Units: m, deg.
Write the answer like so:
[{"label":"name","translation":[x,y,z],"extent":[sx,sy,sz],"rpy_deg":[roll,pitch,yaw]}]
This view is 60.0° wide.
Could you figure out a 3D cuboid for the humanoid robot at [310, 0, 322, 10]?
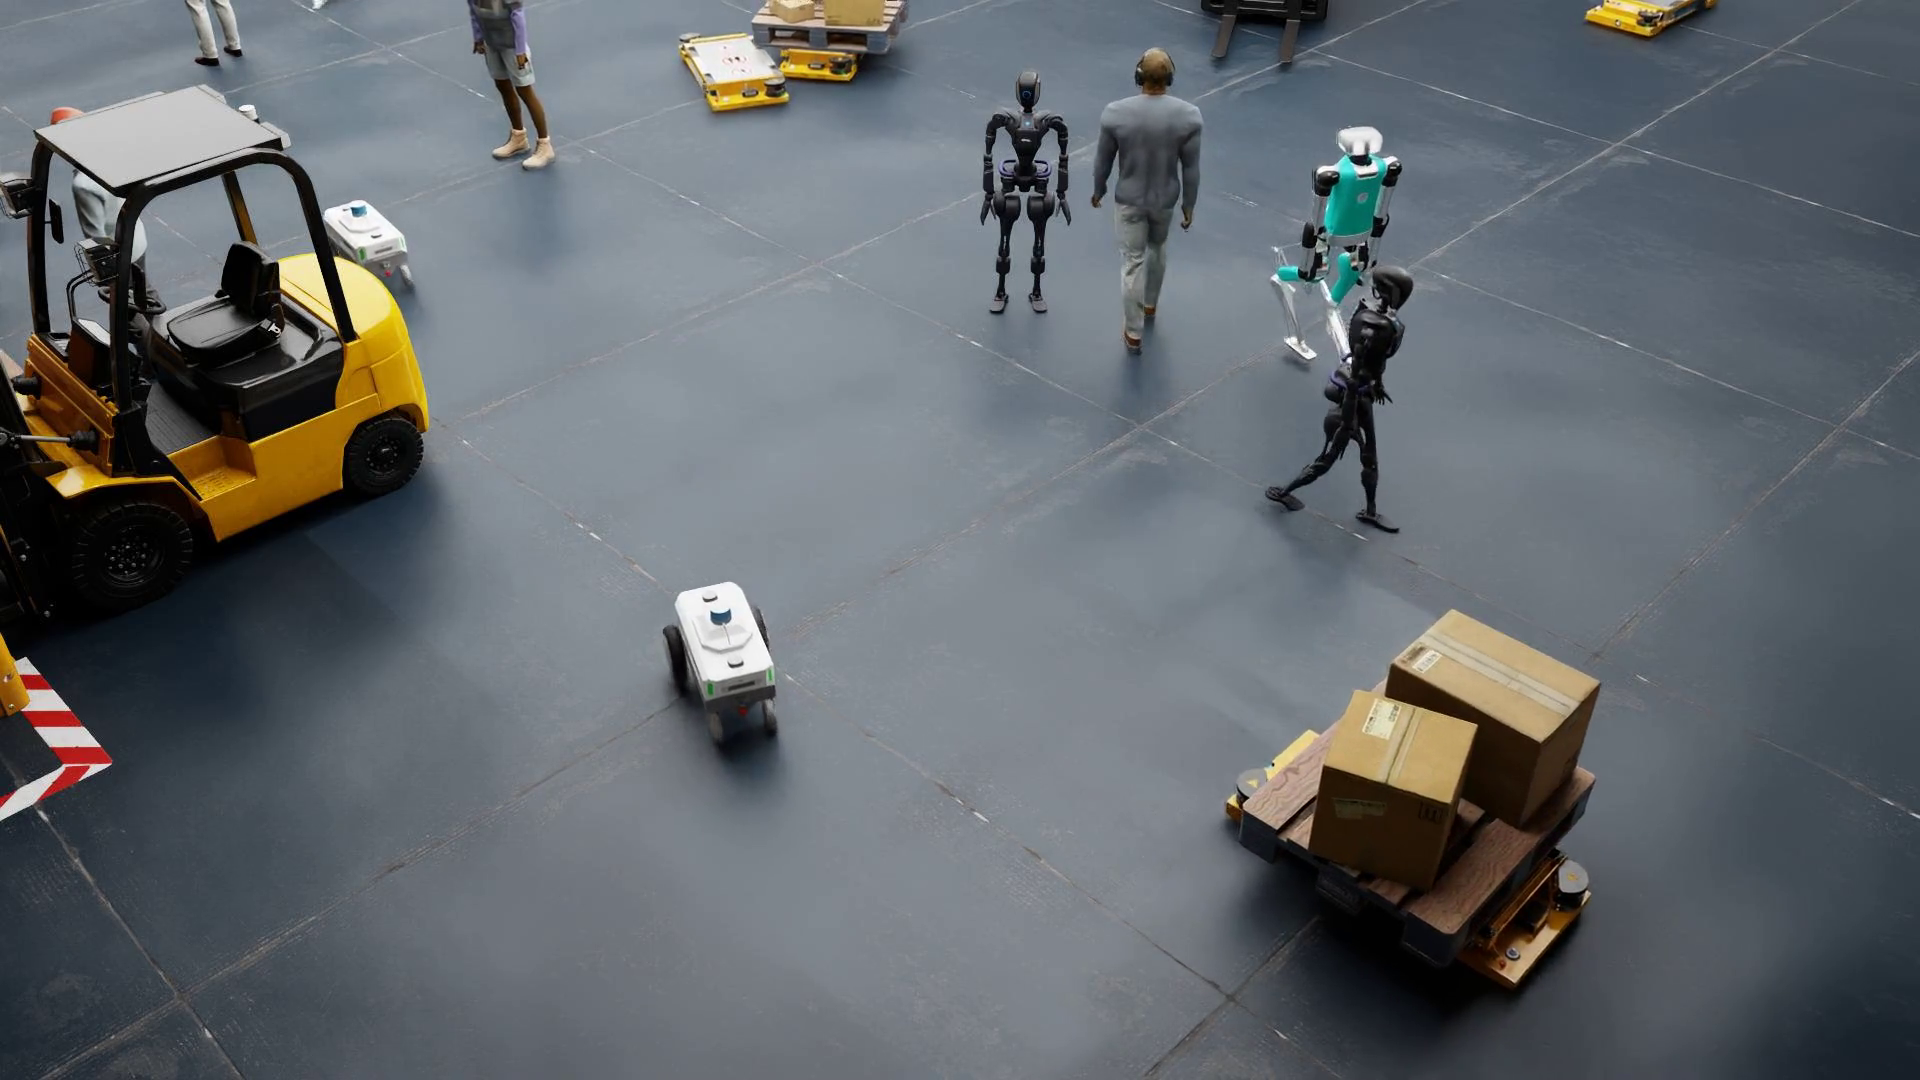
[{"label":"humanoid robot","translation":[-6.211,-5.923,15.705],"extent":[0.545,1.792,0.804],"rpy_deg":[-21,42,-26]}]

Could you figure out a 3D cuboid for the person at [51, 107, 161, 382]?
[{"label":"person","translation":[-5.183,-1.806,10.187],"extent":[0.351,1.737,0.572],"rpy_deg":[-2,37,-3]}]

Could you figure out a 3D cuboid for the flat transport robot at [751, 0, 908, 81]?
[{"label":"flat transport robot","translation":[-1.147,-4.496,15.015],"extent":[0.659,0.231,1.431],"rpy_deg":[6,37,8]}]

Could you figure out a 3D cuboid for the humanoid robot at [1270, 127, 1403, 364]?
[{"label":"humanoid robot","translation":[2.224,-1.762,10.141],"extent":[0.531,1.736,1.005],"rpy_deg":[-10,38,-14]}]

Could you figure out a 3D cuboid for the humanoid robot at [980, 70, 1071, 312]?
[{"label":"humanoid robot","translation":[0.432,-2.255,10.827],"extent":[0.599,1.657,0.315],"rpy_deg":[1,37,1]}]

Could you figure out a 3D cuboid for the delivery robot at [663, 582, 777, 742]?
[{"label":"delivery robot","translation":[-1.138,0.545,8.038],"extent":[0.499,0.606,0.809],"rpy_deg":[-12,39,-16]}]

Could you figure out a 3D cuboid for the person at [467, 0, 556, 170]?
[{"label":"person","translation":[-3.512,-3.815,12.644],"extent":[0.618,2.030,0.444],"rpy_deg":[25,43,29]}]

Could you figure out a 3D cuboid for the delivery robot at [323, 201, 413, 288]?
[{"label":"delivery robot","translation":[-4.114,-2.057,11.519],"extent":[0.499,0.603,0.807],"rpy_deg":[-25,43,-29]}]

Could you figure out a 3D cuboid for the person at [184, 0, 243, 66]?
[{"label":"person","translation":[-6.682,-5.036,14.476],"extent":[0.386,1.780,0.538],"rpy_deg":[22,42,26]}]

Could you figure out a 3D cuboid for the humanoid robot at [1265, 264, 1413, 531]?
[{"label":"humanoid robot","translation":[2.091,-0.773,8.899],"extent":[0.745,1.626,0.612],"rpy_deg":[19,41,23]}]

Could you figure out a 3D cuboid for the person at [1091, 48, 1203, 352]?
[{"label":"person","translation":[1.158,-2.192,10.557],"extent":[0.646,1.906,0.800],"rpy_deg":[-3,37,-3]}]

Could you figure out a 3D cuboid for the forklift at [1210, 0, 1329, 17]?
[{"label":"forklift","translation":[3.106,-6.400,15.960],"extent":[1.214,2.155,2.313],"rpy_deg":[8,37,10]}]

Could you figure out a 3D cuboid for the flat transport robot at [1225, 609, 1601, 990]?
[{"label":"flat transport robot","translation":[1.936,1.319,7.231],"extent":[1.431,0.231,0.659],"rpy_deg":[30,46,34]}]

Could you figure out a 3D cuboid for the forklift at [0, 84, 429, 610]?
[{"label":"forklift","translation":[-4.145,-1.093,8.856],"extent":[2.313,2.155,1.214],"rpy_deg":[-31,47,-34]}]

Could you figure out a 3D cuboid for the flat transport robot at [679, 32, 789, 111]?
[{"label":"flat transport robot","translation":[-1.986,-4.107,14.495],"extent":[0.659,0.231,1.431],"rpy_deg":[-12,38,-15]}]

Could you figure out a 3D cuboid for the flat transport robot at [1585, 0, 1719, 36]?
[{"label":"flat transport robot","translation":[6.641,-5.138,15.874],"extent":[1.431,0.231,0.659],"rpy_deg":[-30,46,-34]}]
